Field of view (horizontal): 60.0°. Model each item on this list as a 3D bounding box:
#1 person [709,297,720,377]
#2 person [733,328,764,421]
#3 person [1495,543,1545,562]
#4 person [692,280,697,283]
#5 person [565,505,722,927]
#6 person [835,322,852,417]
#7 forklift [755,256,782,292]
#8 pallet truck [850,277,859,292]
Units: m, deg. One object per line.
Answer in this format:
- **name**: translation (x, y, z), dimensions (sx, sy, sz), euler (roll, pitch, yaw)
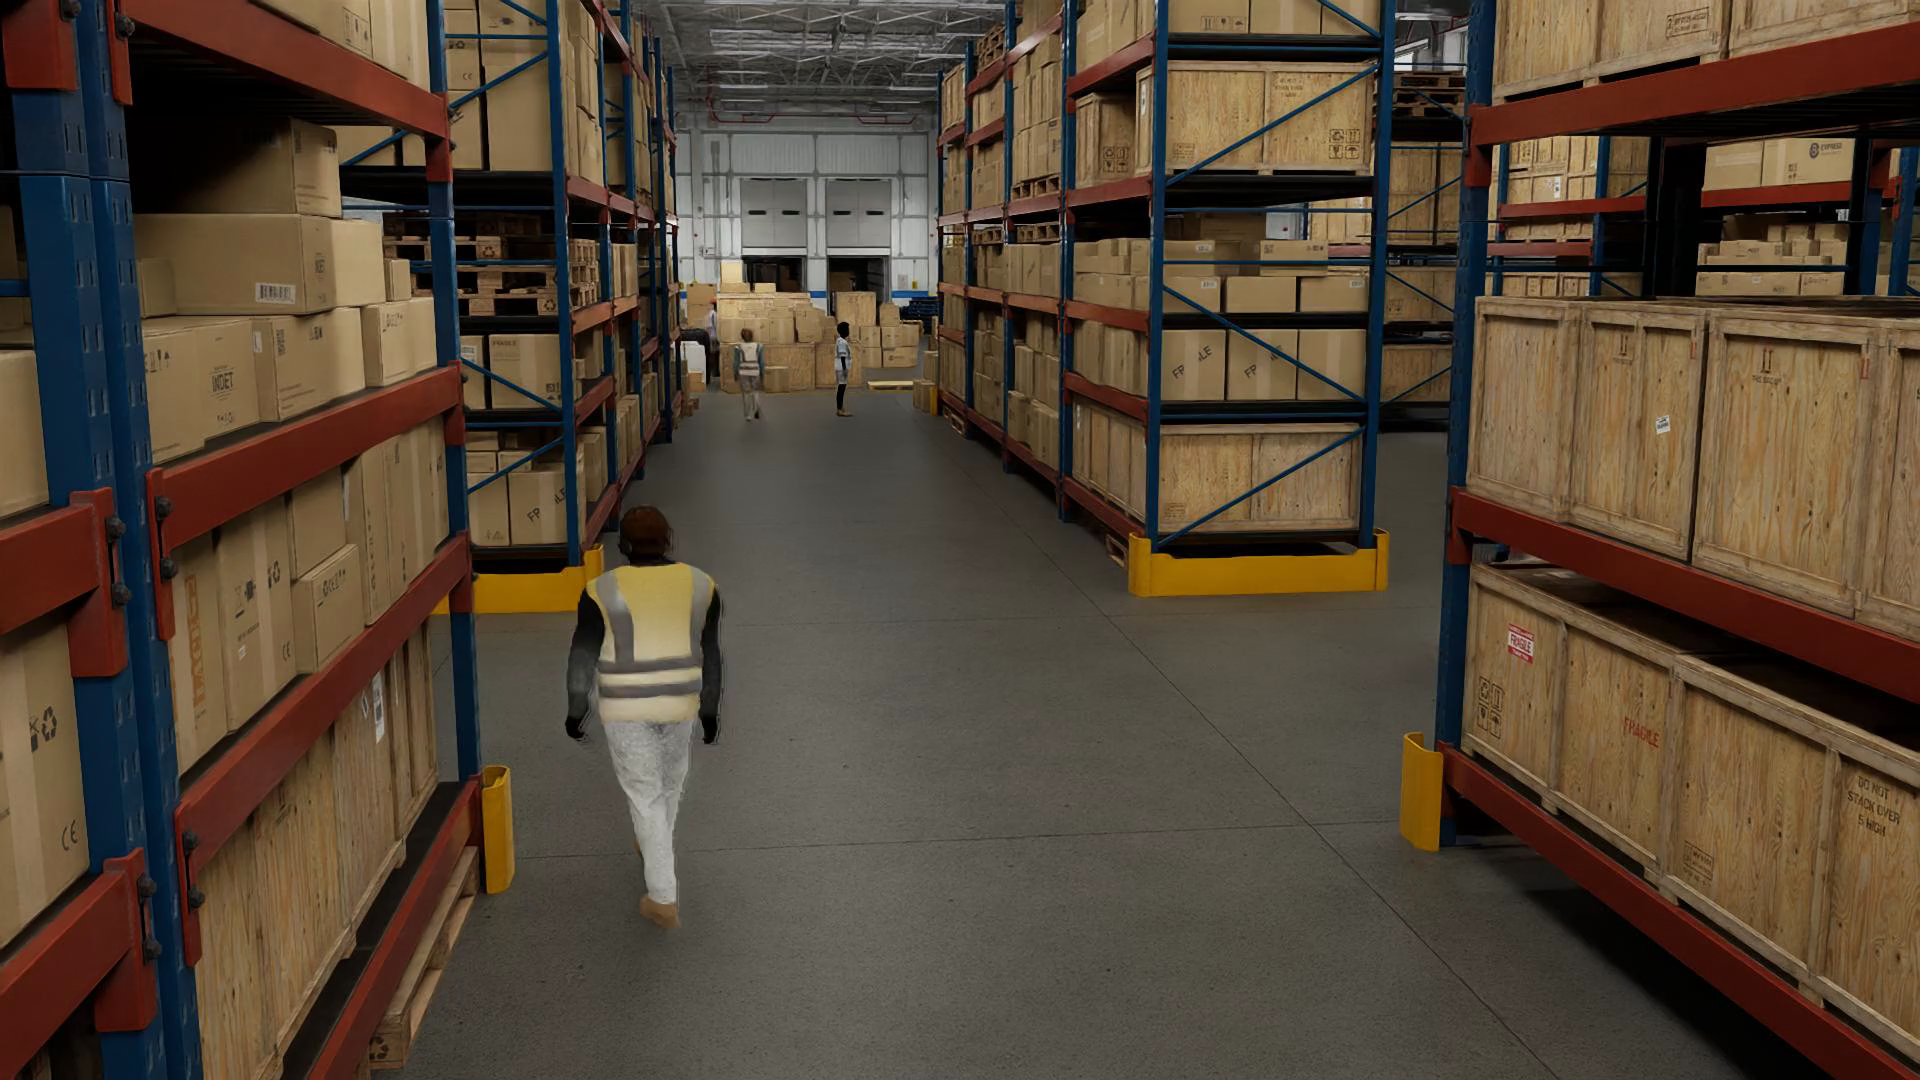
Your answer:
- **person**: translation (-5.738, -4.819, 39.401), dimensions (0.406, 1.923, 0.582), euler (-3, 10, -19)
- **person**: translation (-3.690, -2.885, 29.010), dimensions (0.538, 1.620, 0.390), euler (-4, 10, -21)
- **person**: translation (4.008, 0.051, 11.463), dimensions (0.983, 1.794, 0.616), euler (-4, 11, -22)
- **person**: translation (-10.002, -8.853, 62.877), dimensions (0.593, 1.925, 0.384), euler (-1, 10, -6)
- **person**: translation (-1.431, 0.733, 7.414), dimensions (0.646, 1.796, 0.920), euler (-6, 11, -30)
- **person**: translation (-2.092, -3.061, 29.828), dimensions (0.316, 1.696, 0.542), euler (-1, 10, -7)
- **forklift**: translation (-6.827, -8.743, 59.466), dimensions (1.129, 2.768, 1.873), euler (4, 10, 21)
- **pallet truck**: translation (-3.782, -9.391, 65.808), dimensions (1.885, 1.965, 0.823), euler (2, 10, 10)
